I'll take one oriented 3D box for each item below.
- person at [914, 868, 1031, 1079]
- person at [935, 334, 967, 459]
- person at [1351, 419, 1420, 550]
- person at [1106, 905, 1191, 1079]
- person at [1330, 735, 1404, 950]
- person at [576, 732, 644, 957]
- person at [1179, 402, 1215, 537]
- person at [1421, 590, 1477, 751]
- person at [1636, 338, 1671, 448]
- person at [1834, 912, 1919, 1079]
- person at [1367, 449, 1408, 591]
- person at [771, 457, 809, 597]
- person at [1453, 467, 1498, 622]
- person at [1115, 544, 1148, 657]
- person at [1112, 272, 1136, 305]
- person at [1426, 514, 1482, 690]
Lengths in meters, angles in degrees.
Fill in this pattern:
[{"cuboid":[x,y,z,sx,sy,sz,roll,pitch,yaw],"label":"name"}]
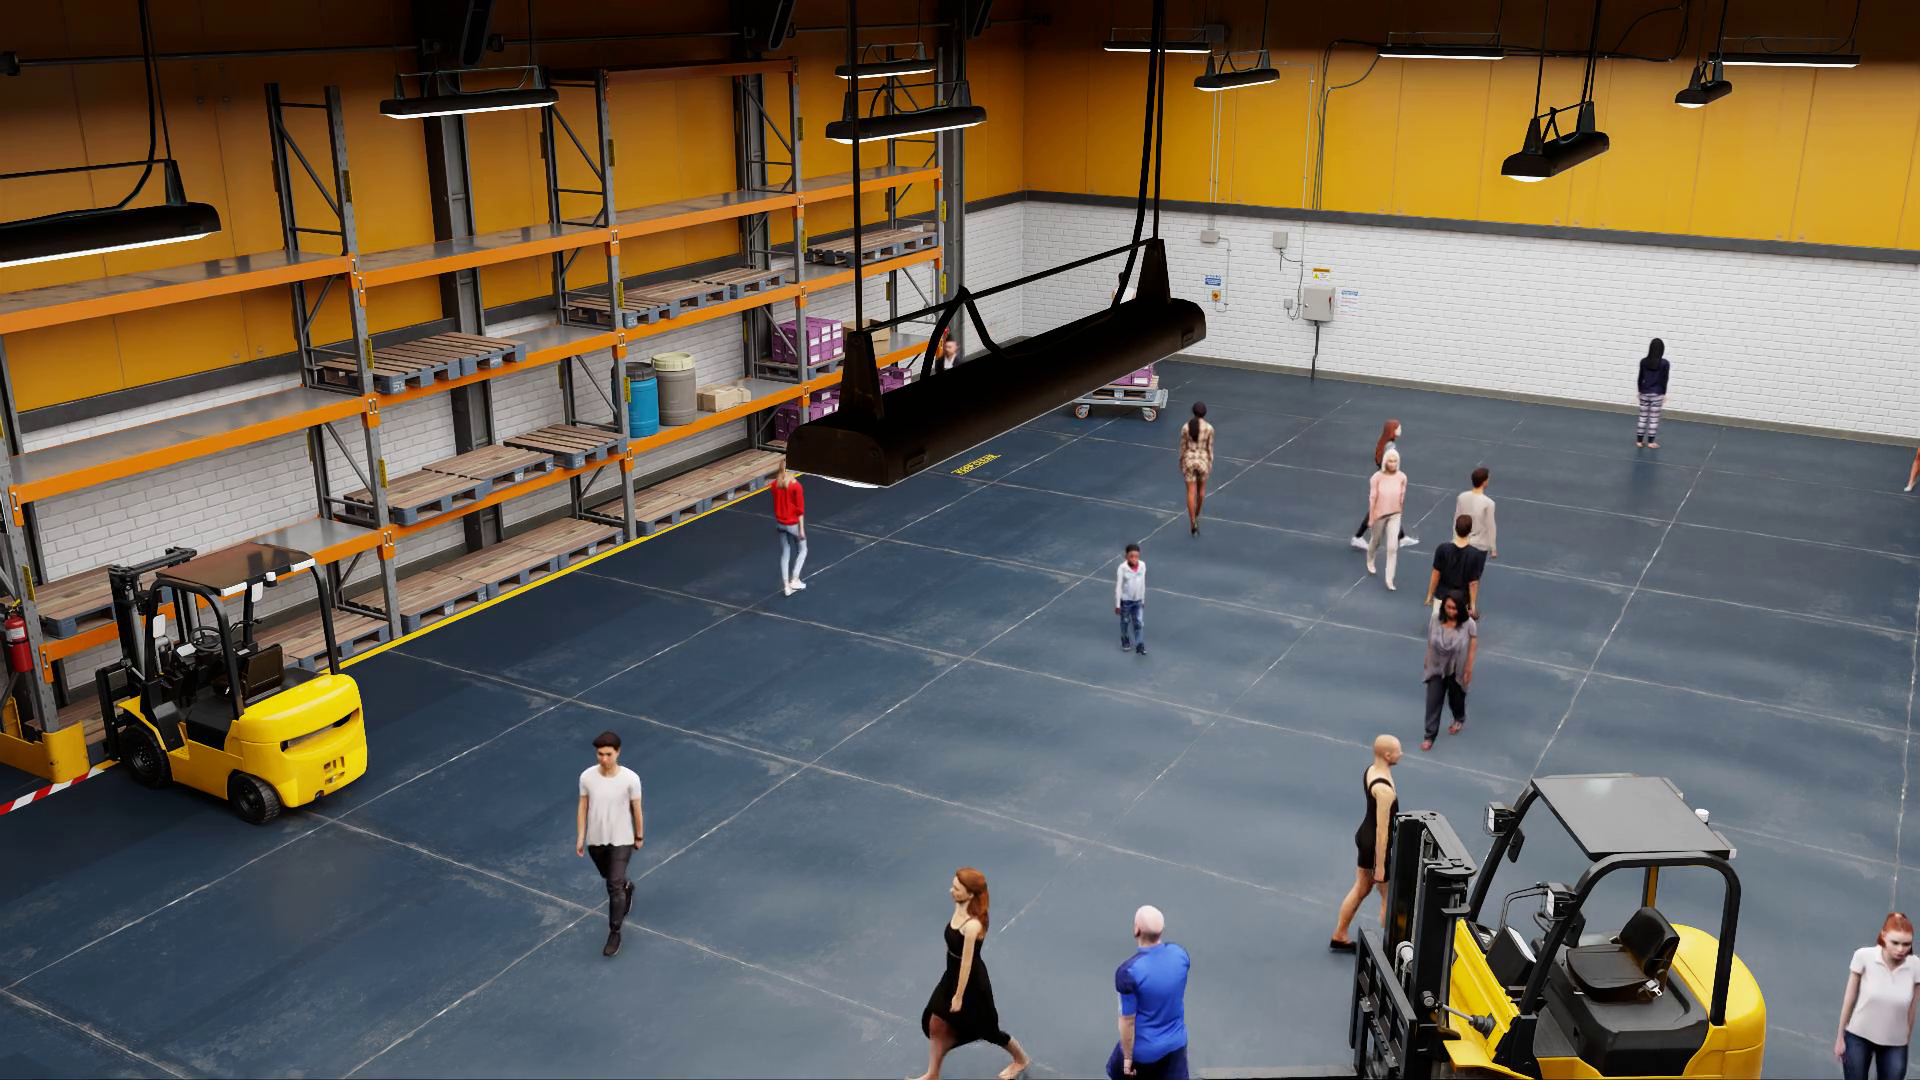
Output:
[{"cuboid":[0.137,2.898,10.868,1.115,1.586,1.026,-6,19,-16],"label":"person"},{"cuboid":[-0.101,-2.213,25.491,0.777,1.941,0.741,7,20,20],"label":"person"},{"cuboid":[5.384,-0.664,21.263,0.989,1.702,1.131,0,19,1],"label":"person"},{"cuboid":[1.215,3.085,9.984,1.189,1.797,1.183,-8,20,-22],"label":"person"},{"cuboid":[3.021,2.283,12.359,0.999,1.800,0.991,0,19,-1],"label":"person"},{"cuboid":[-2.648,2.227,12.698,0.862,1.689,1.165,4,19,11],"label":"person"},{"cuboid":[3.102,-0.904,21.905,0.862,1.747,1.149,2,19,7],"label":"person"},{"cuboid":[4.728,1.190,15.951,0.641,1.578,0.999,11,22,30],"label":"person"},{"cuboid":[10.867,-2.316,26.122,0.619,1.733,0.560,13,23,34],"label":"person"},{"cuboid":[5.610,3.036,10.236,0.608,1.728,0.660,7,20,19],"label":"person"},{"cuboid":[5.139,-0.295,20.209,0.985,1.676,1.229,0,19,0],"label":"person"},{"cuboid":[-2.070,-0.140,19.717,0.631,1.696,0.569,10,21,27],"label":"person"},{"cuboid":[5.747,0.090,18.786,0.898,1.855,0.830,-12,22,-31],"label":"person"},{"cuboid":[1.857,0.622,18.178,0.786,1.234,0.895,-2,19,-7],"label":"person"},{"cuboid":[3.089,-4.201,31.630,0.717,1.789,0.790,-6,20,-18],"label":"person"},{"cuboid":[5.069,0.659,17.130,0.917,1.833,1.176,2,19,7],"label":"person"}]
